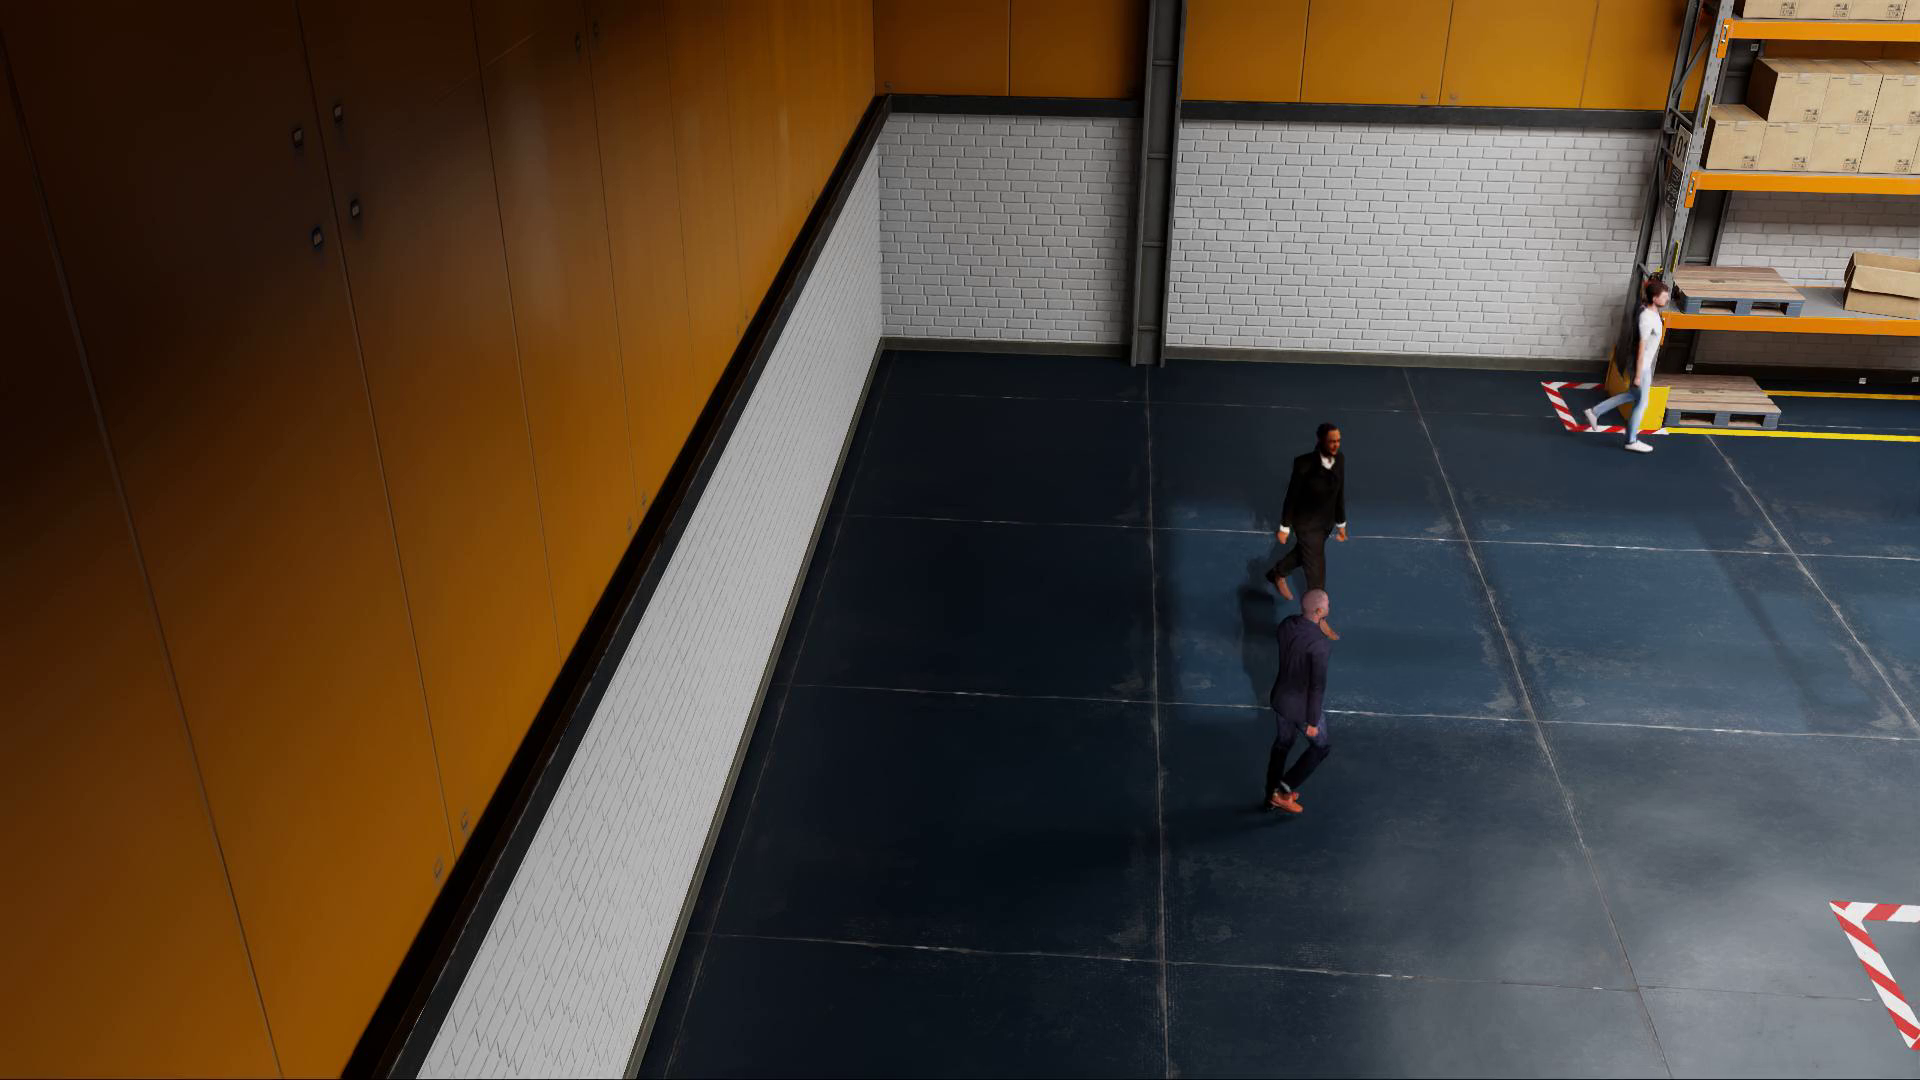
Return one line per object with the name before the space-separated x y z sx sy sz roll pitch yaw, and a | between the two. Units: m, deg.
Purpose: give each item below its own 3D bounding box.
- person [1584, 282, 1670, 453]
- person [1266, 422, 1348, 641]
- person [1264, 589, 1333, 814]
person | 6.952 -1.806 17.239 1.021 1.831 0.786 9 30 15
person | 2.949 -0.167 14.209 1.320 1.856 1.249 -16 32 -26
person | 2.319 1.184 11.789 0.844 1.802 0.838 -11 31 -20
